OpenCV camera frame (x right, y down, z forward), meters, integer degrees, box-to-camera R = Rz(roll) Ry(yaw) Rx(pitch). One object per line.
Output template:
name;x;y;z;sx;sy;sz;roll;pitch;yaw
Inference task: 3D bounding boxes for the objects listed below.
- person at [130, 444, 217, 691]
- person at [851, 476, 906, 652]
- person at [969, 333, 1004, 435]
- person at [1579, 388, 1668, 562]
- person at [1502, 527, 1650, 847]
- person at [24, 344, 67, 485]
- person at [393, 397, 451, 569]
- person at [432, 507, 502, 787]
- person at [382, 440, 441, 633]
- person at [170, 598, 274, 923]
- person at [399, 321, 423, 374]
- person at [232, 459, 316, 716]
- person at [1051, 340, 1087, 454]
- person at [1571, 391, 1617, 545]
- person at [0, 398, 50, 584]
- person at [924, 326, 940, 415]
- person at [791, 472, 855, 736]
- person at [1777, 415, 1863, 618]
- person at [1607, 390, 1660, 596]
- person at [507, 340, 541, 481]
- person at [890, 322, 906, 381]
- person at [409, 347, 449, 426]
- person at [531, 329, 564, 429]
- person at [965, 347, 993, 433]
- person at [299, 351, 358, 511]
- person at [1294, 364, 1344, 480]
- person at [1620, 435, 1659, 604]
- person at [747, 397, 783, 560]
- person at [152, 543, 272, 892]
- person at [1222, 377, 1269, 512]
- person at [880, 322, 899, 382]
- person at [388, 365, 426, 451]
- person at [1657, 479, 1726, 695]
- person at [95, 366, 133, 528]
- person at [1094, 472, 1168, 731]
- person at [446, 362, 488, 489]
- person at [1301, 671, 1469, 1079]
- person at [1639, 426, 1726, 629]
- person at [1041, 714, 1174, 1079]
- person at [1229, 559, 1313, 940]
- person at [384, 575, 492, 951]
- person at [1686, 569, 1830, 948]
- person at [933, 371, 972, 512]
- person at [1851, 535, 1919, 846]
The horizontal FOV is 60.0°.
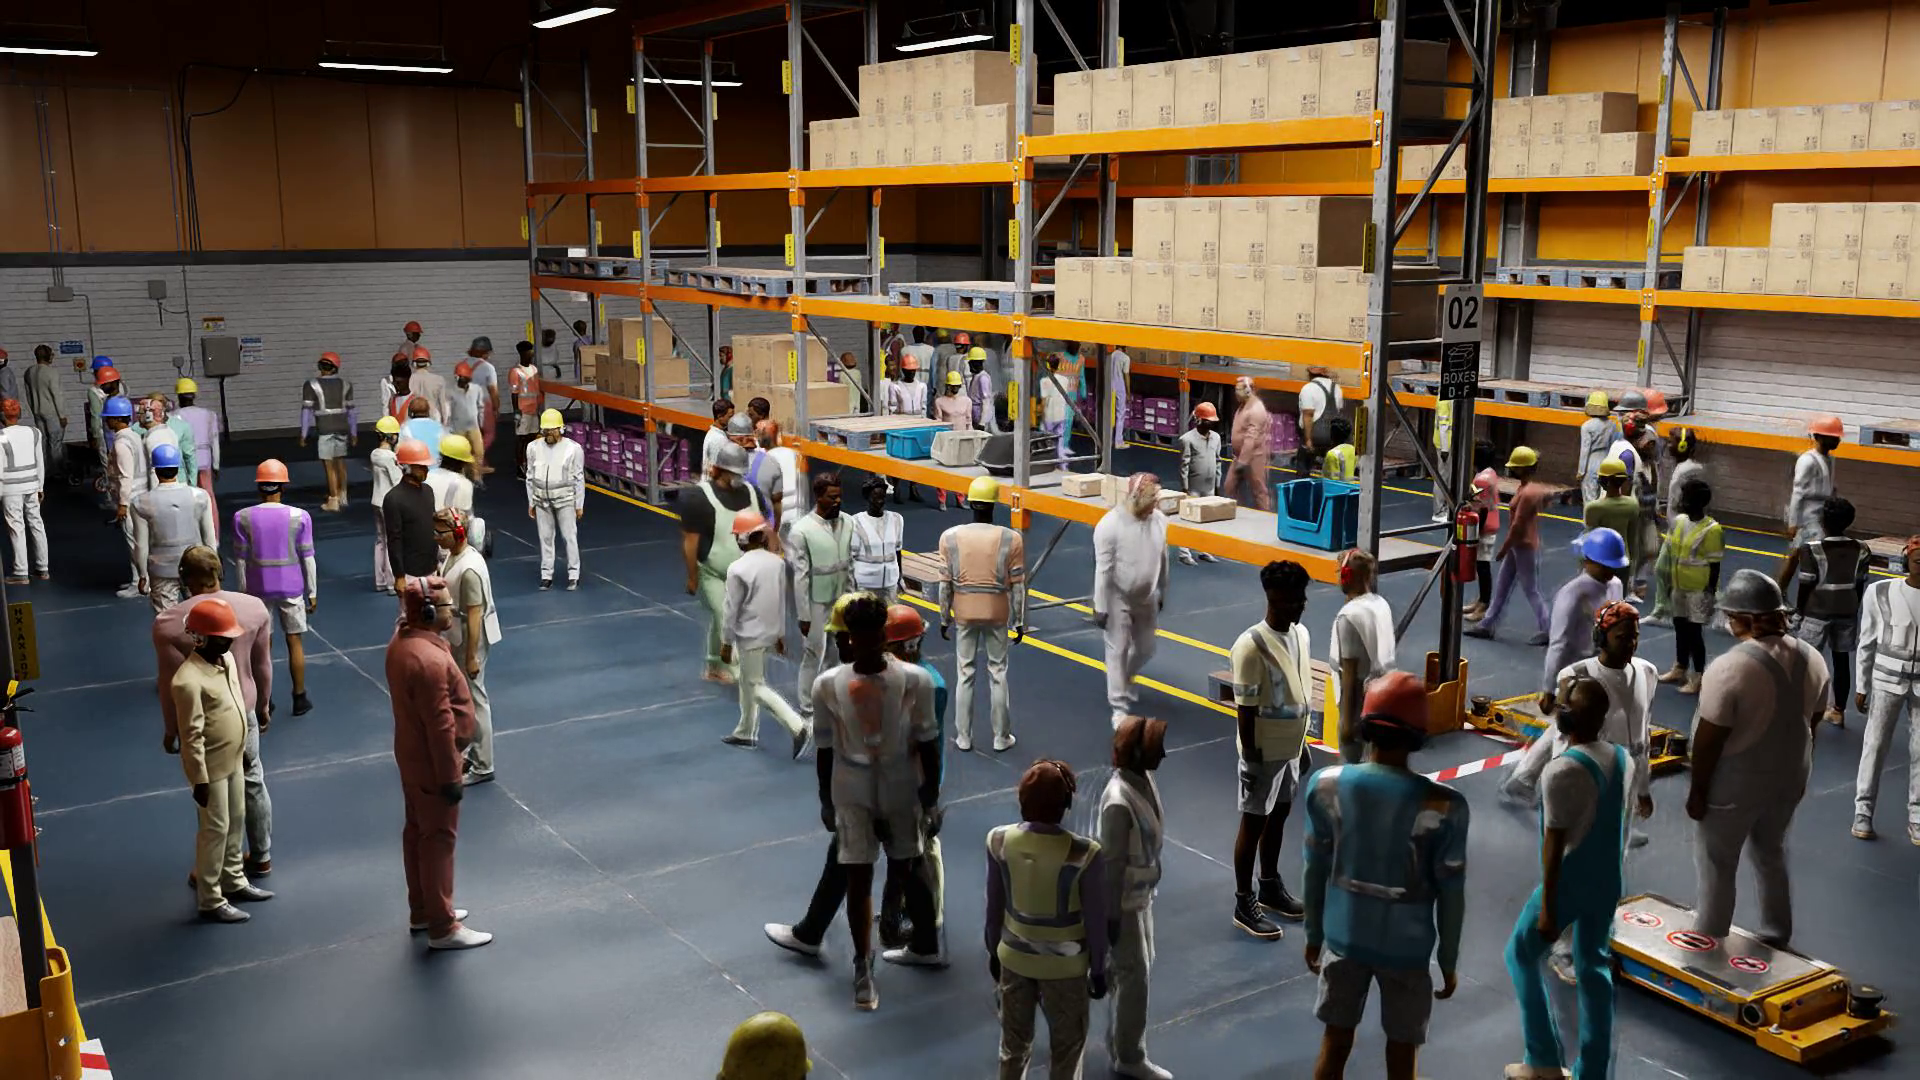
person;-6.102;0.223;12.949;0.605;1.948;0.391;-9;14;-39
person;-0.665;0.333;13.030;0.540;1.695;0.317;-7;13;-31
person;0.342;-2.274;25.876;0.733;1.898;0.681;6;13;29
person;6.962;-0.598;17.123;1.053;1.973;0.655;6;13;28
person;3.740;0.823;10.046;0.969;1.899;0.635;10;15;42
person;-12.567;-1.724;22.938;0.627;1.940;0.372;5;12;22
person;-5.644;-0.595;17.510;0.639;1.804;0.581;-7;13;-32
person;-3.210;0.686;10.872;0.397;1.836;0.562;-5;12;-25
person;-4.198;0.212;12.890;0.395;1.990;0.625;2;11;12
person;-3.882;1.152;8.738;0.354;1.738;0.573;0;11;-2
person;-8.931;-2.577;27.202;0.412;1.986;0.609;1;11;6
person;-5.056;0.360;12.314;0.548;1.926;0.388;-3;12;-17
person;1.658;-2.283;25.960;0.645;1.882;0.507;-8;14;-36
person;7.135;-0.800;18.709;0.483;1.745;0.306;-5;12;-23
person;-9.502;-0.492;16.780;0.355;1.882;0.576;4;12;21
person;-0.492;-3.244;31.002;0.429;1.835;0.636;-3;11;-15
person;-0.977;0.451;11.898;0.392;1.911;0.584;8;13;35
person;7.914;-0.188;15.184;0.574;1.891;0.949;-10;15;-42
person;6.570;-0.484;16.326;0.536;2.000;0.698;4;12;22
person;-6.082;-1.824;23.374;0.361;1.964;0.616;4;12;18
person;-1.142;-3.156;30.530;0.388;1.838;0.570;-3;12;-17
person;-7.028;-1.534;21.855;0.618;1.986;0.408;-3;12;-17
person;-7.086;-2.714;28.412;0.965;1.772;0.510;9;14;40
person;0.255;-1.666;22.668;0.377;1.929;0.585;-2;11;-9
person;-7.955;-1.370;20.958;0.475;2.014;0.702;11;15;43
person;4.447;-1.324;20.627;0.710;2.000;1.018;-6;13;-29
person;6.493;-0.210;15.984;0.530;1.625;0.399;-6;13;-29
person;-1.925;-0.483;16.680;0.397;1.908;0.599;-3;12;-17
person;-4.087;0.972;9.150;0.373;1.937;0.630;9;14;40
person;3.187;-0.918;19.007;0.872;1.869;0.641;-2;11;-11
person;-1.347;-3.097;30.254;0.403;1.826;0.591;-8;14;-36
person;-6.552;-1.112;19.755;0.604;1.958;0.369;7;13;31
person;5.692;0.360;12.930;0.337;1.684;0.625;-3;11;-14
person;-10.035;-1.107;19.798;0.543;1.932;0.365;10;15;41
person;1.220;0.410;12.188;0.660;1.882;0.696;-5;12;-24
person;-6.640;-1.527;22.436;0.591;1.730;0.591;-10;15;-40
person;1.581;1.491;6.258;0.609;2.033;0.430;7;13;30
person;6.484;-0.090;14.808;0.745;1.849;0.529;4;12;20
person;0.650;1.518;7.139;0.533;1.616;0.531;3;12;17
person;1.630;1.059;8.620;0.367;1.966;0.605;9;14;39
person;-2.661;1.120;8.461;0.403;1.911;0.637;-7;13;-31
person;3.809;1.125;8.095;0.691;2.000;0.538;-4;12;-19
person;-0.081;-1.243;20.921;0.526;1.768;0.314;-5;12;-23
person;5.599;0.874;9.815;0.574;1.876;0.355;5;12;25
